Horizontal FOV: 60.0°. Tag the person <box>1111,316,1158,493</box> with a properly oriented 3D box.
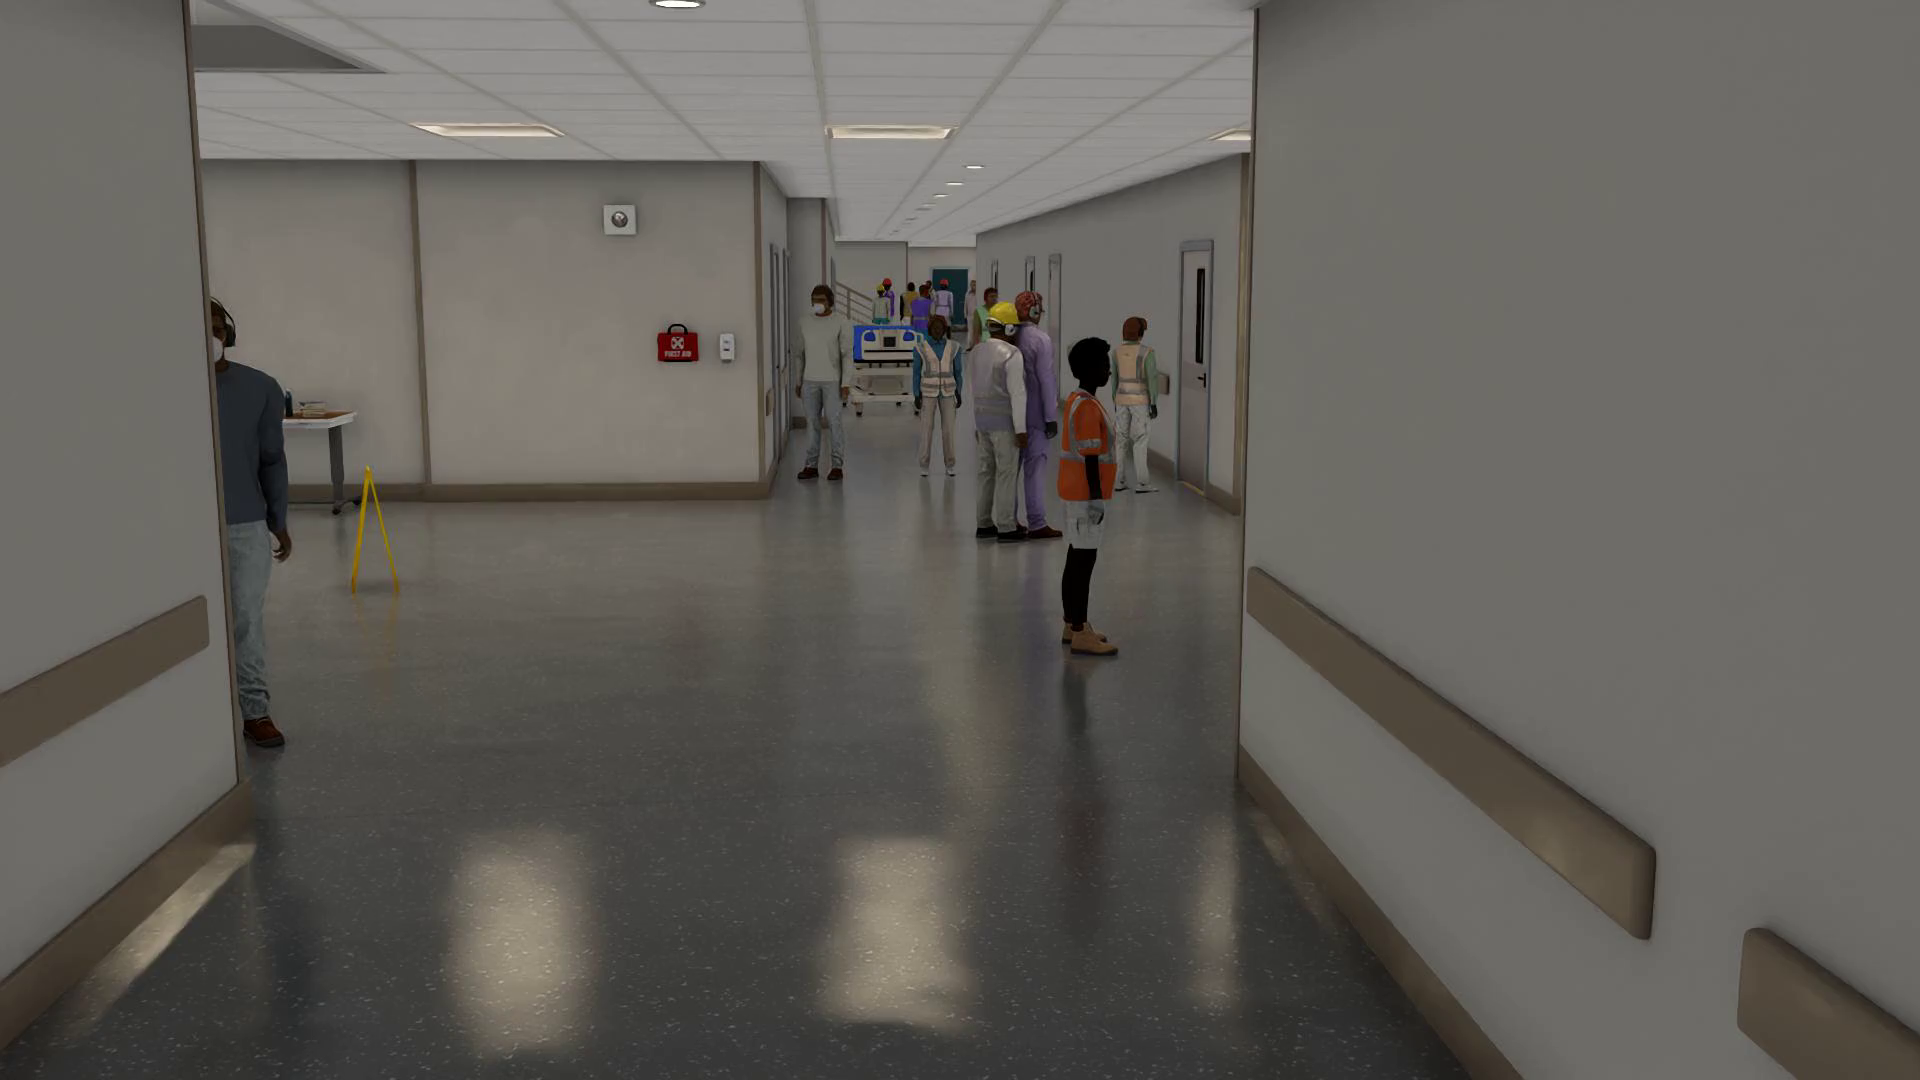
[{"bbox_3d":[1.623,-1.258,15.506,0.514,1.644,0.307,8,12,42],"label":"person"}]

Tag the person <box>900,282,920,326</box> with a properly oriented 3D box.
[{"bbox_3d":[-1.323,-6.068,45.083,0.634,1.841,0.429,-1,9,-9],"label":"person"}]

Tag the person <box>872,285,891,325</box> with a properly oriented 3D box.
[{"bbox_3d":[-2.117,-5.943,44.531,0.522,1.769,0.312,2,9,13],"label":"person"}]

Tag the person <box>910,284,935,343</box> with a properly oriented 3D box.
[{"bbox_3d":[-0.727,-4.099,32.725,0.563,1.839,0.392,5,10,30],"label":"person"}]

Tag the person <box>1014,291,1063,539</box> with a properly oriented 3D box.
[{"bbox_3d":[0.527,-0.964,12.850,0.406,1.902,0.636,-8,12,-42],"label":"person"}]

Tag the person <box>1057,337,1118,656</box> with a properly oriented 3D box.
[{"bbox_3d":[0.683,-0.237,8.920,0.318,1.698,0.535,-1,9,-4],"label":"person"}]

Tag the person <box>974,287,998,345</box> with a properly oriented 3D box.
[{"bbox_3d":[0.456,-3.034,26.065,0.571,1.850,0.392,-7,12,-39],"label":"person"}]

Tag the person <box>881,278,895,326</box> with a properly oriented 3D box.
[{"bbox_3d":[-1.959,-6.100,44.976,0.354,1.939,0.544,2,9,13],"label":"person"}]

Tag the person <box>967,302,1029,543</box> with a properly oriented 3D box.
[{"bbox_3d":[0.307,-0.890,12.646,0.401,1.824,0.598,-6,11,-35],"label":"person"}]

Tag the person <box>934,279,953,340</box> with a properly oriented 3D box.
[{"bbox_3d":[-0.461,-6.221,45.778,0.546,1.926,0.391,0,9,1],"label":"person"}]

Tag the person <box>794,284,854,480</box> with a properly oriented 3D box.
[{"bbox_3d":[-1.356,-1.560,16.479,0.631,1.939,0.372,3,10,19],"label":"person"}]

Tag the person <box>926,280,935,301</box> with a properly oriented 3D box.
[{"bbox_3d":[-1.054,-8.090,57.754,0.329,1.844,0.518,-6,11,-35],"label":"person"}]

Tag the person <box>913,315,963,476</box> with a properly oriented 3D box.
[{"bbox_3d":[-0.228,-1.451,16.758,0.509,1.629,0.314,-2,9,-11],"label":"person"}]
